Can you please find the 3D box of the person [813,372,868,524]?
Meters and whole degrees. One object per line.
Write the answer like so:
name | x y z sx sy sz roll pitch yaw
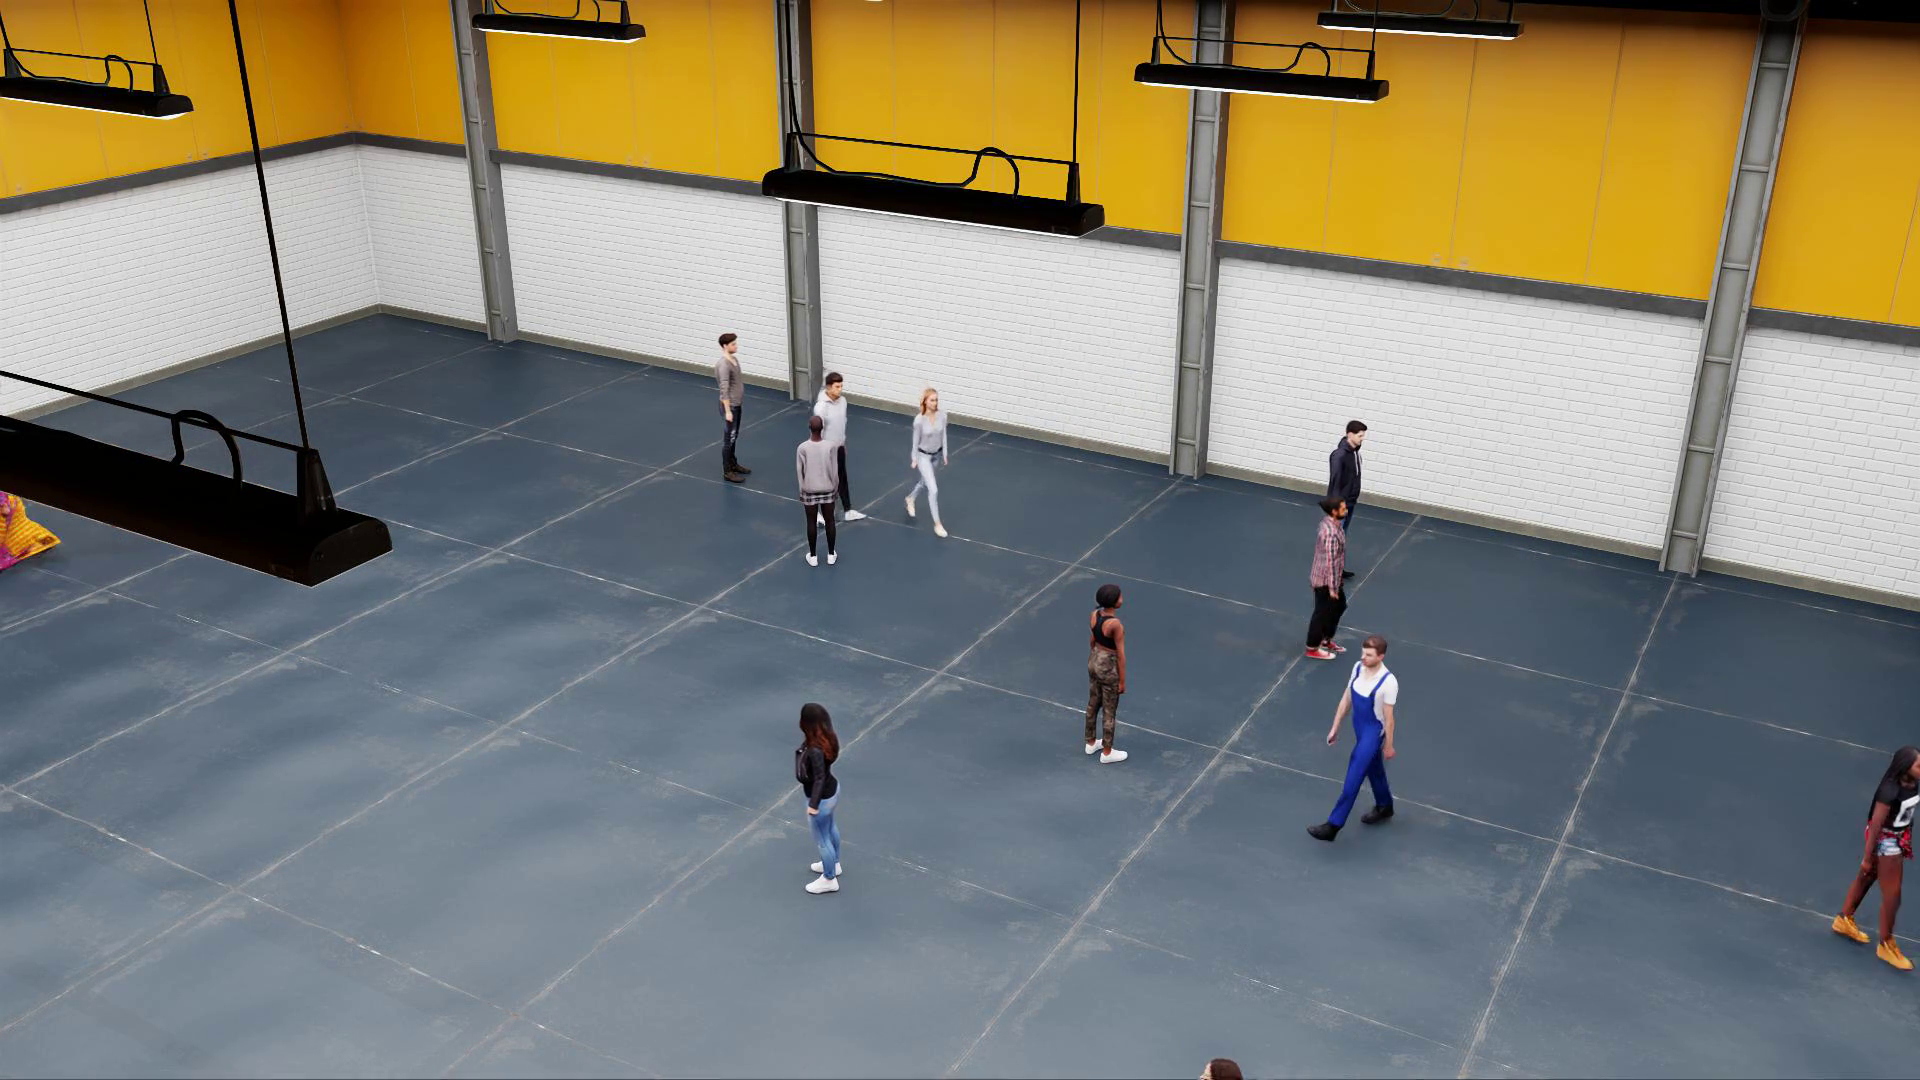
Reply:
person | -1.614 -1.110 19.769 0.992 1.892 0.788 19 30 37

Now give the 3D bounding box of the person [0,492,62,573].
person | -10.673 -0.458 18.579 1.080 1.653 1.180 -13 27 -28

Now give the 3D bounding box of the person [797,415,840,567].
person | -1.585 -0.562 18.666 0.682 1.772 0.755 -5 24 -10

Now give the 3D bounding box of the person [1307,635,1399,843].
person | 3.440 1.588 13.712 1.152 1.800 1.216 -10 26 -23

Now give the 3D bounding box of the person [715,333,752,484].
person | -2.918 -1.706 21.116 0.730 1.905 0.772 3 24 7

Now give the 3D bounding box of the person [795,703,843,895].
person | -1.090 1.992 12.999 0.703 1.632 0.725 2 24 6

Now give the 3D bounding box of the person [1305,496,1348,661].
person | 3.592 0.368 16.558 0.778 1.756 0.800 5 24 11

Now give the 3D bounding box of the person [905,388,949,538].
person | -0.409 -0.966 19.611 1.005 1.755 1.263 -14 27 -29

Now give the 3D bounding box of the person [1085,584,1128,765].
person | 1.295 1.166 14.806 0.711 1.699 0.593 -16 28 -32

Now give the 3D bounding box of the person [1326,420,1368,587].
person | 4.171 -0.432 18.225 0.579 1.888 0.681 15 28 31

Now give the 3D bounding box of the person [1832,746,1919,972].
person | 6.748 2.248 12.312 0.763 1.712 0.939 -20 30 -38
